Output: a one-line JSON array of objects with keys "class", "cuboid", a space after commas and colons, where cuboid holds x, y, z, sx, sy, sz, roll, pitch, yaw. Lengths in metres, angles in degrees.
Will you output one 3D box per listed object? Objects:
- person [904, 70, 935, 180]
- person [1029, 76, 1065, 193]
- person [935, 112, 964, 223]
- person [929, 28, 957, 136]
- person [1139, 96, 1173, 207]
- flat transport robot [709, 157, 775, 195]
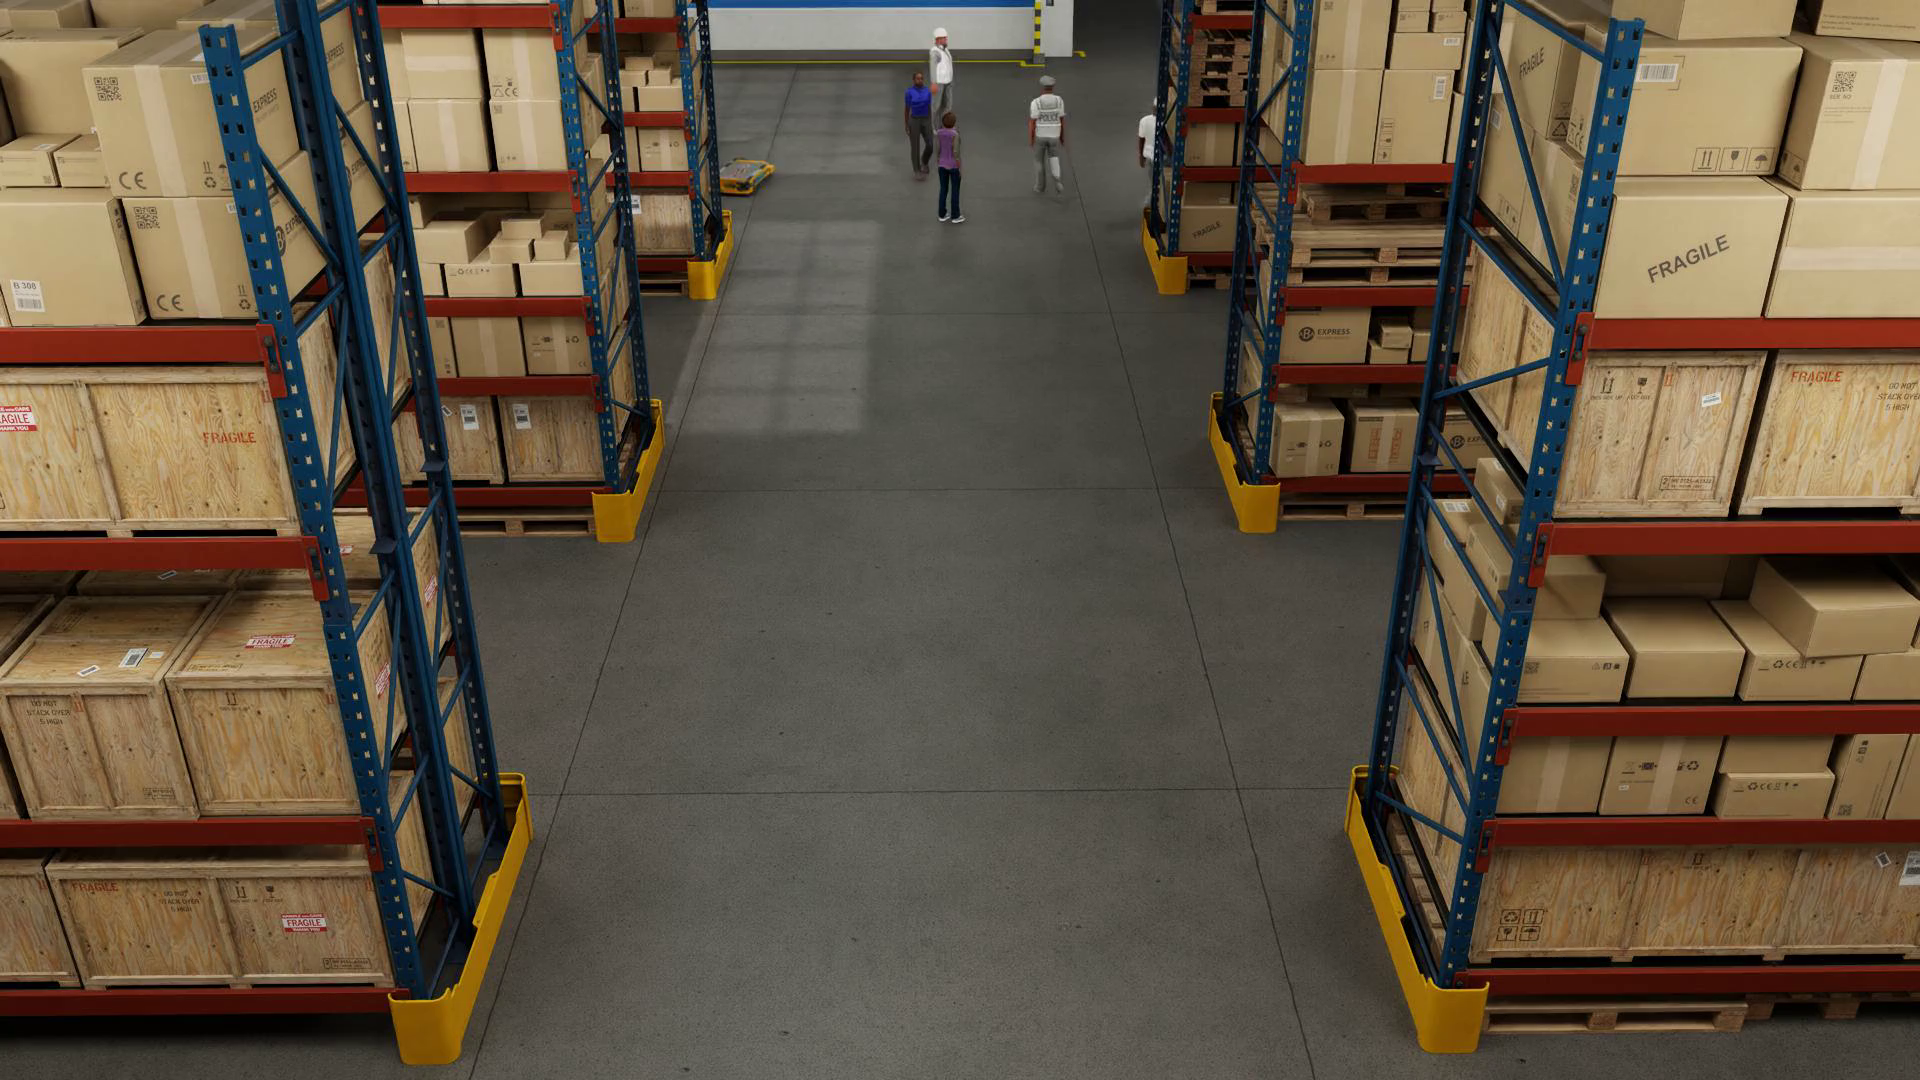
[{"class": "person", "cuboid": [-0.647, -6.536, 26.167, 0.465, 1.659, 0.451, -9, 30, -17]}, {"class": "person", "cuboid": [1.330, -6.137, 25.284, 0.556, 1.766, 0.593, -6, 29, -12]}, {"class": "person", "cuboid": [-0.145, -5.415, 24.153, 0.409, 1.602, 0.330, 15, 31, 25]}, {"class": "person", "cuboid": [-0.346, -7.860, 28.520, 0.431, 1.776, 0.578, 11, 30, 20]}, {"class": "person", "cuboid": [2.898, -5.604, 24.318, 0.590, 1.764, 0.704, 23, 36, 36]}, {"class": "flat transport robot", "cuboid": [-3.440, -5.711, 26.173, 0.659, 0.254, 1.431, 5, 29, 10]}]
